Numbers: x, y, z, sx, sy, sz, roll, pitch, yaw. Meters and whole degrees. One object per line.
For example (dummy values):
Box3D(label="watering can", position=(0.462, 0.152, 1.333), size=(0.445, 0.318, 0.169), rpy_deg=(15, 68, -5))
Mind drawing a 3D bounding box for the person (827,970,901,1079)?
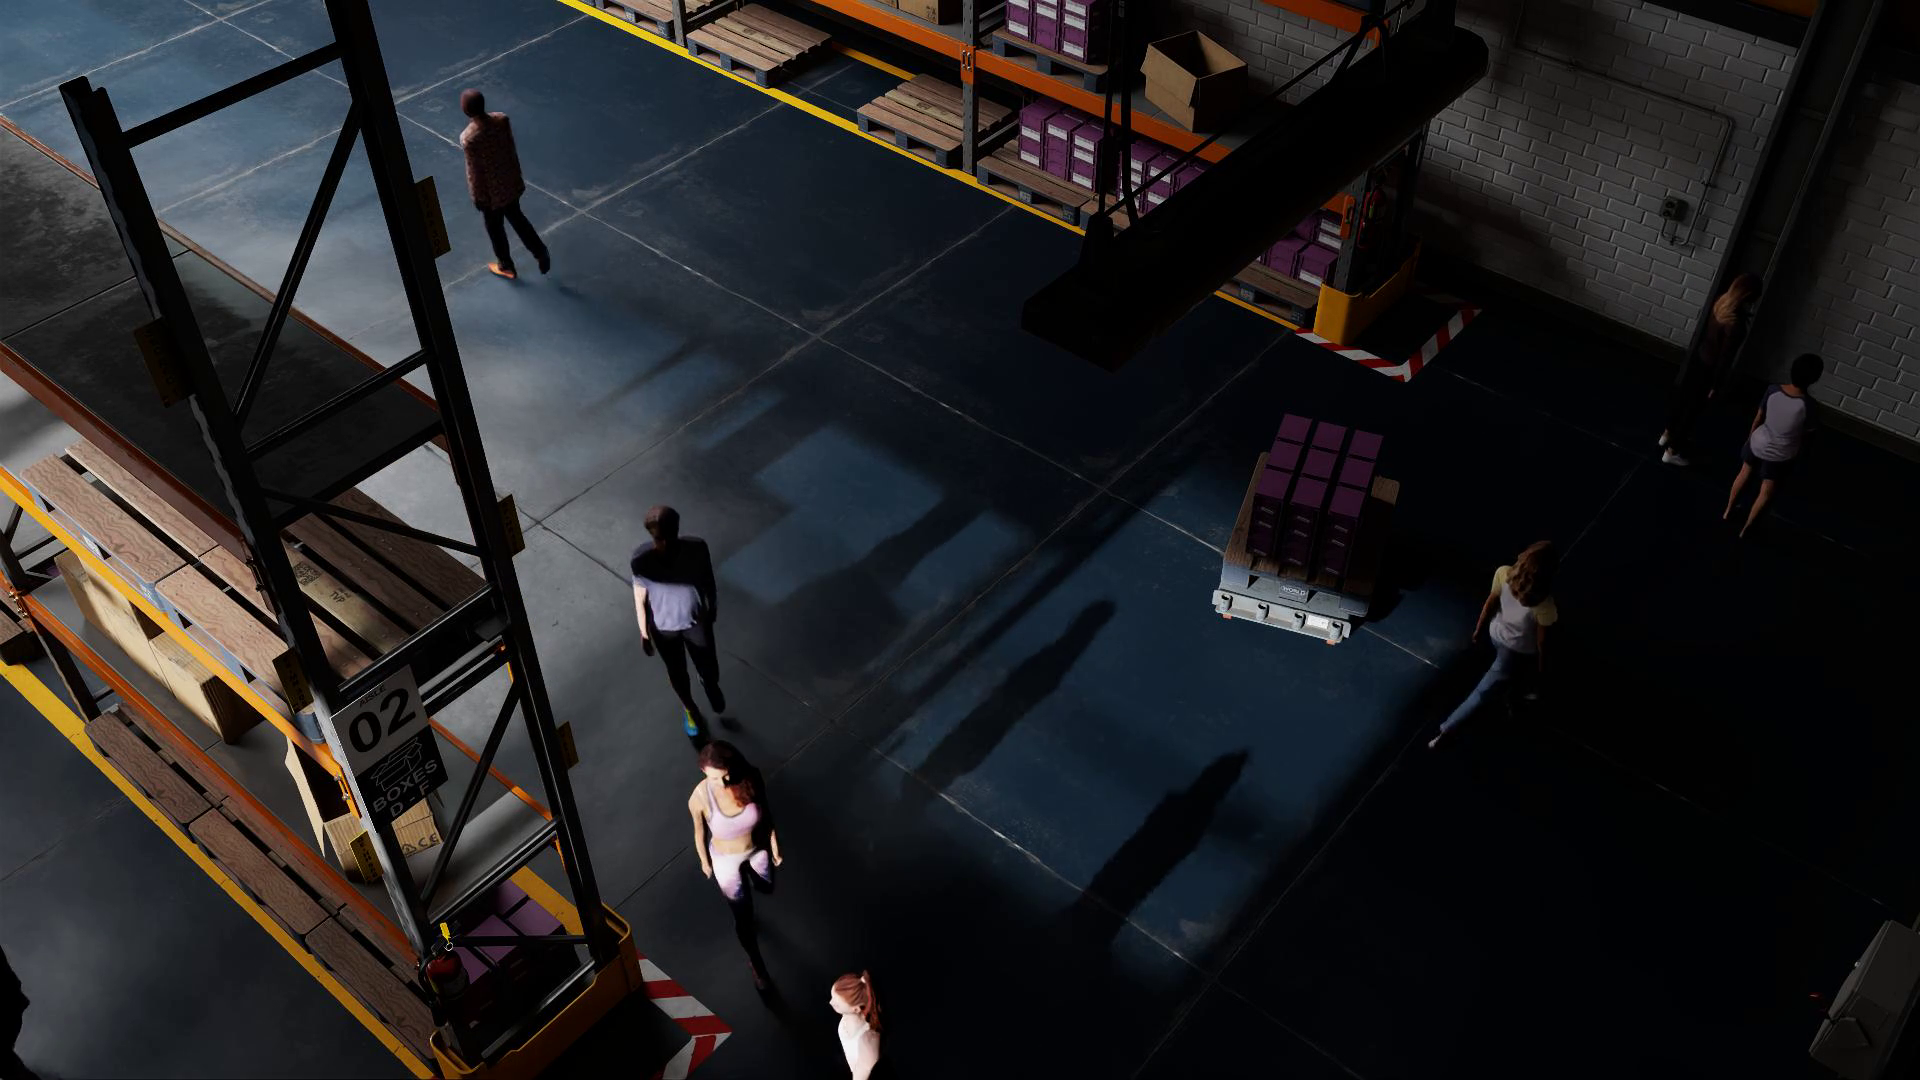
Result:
Box3D(label="person", position=(-0.352, 2.649, 8.228), size=(1.080, 1.690, 1.195), rpy_deg=(-14, 45, -14))

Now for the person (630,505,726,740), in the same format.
Box3D(label="person", position=(-1.769, 0.456, 10.399), size=(0.820, 1.870, 0.869), rpy_deg=(-10, 45, -11))

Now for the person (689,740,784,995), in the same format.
Box3D(label="person", position=(-1.233, 1.691, 9.192), size=(0.820, 1.747, 1.094), rpy_deg=(-23, 48, -22))

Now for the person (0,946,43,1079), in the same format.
Box3D(label="person", position=(-4.943, 2.480, 8.450), size=(1.129, 1.628, 0.830), rpy_deg=(19, 47, 19))

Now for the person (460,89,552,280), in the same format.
Box3D(label="person", position=(-3.843, -2.958, 14.040), size=(0.866, 1.791, 0.701), rpy_deg=(28, 50, 26))

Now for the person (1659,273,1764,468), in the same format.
Box3D(label="person", position=(5.537, -1.269, 12.332), size=(0.686, 1.701, 0.673), rpy_deg=(4, 44, 4))

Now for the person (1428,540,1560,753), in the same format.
Box3D(label="person", position=(3.335, 0.706, 10.275), size=(0.987, 1.679, 1.200), rpy_deg=(-22, 48, -21))

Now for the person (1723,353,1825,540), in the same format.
Box3D(label="person", position=(5.775, -0.645, 11.779), size=(0.685, 1.561, 0.572), rpy_deg=(-27, 50, -26))
